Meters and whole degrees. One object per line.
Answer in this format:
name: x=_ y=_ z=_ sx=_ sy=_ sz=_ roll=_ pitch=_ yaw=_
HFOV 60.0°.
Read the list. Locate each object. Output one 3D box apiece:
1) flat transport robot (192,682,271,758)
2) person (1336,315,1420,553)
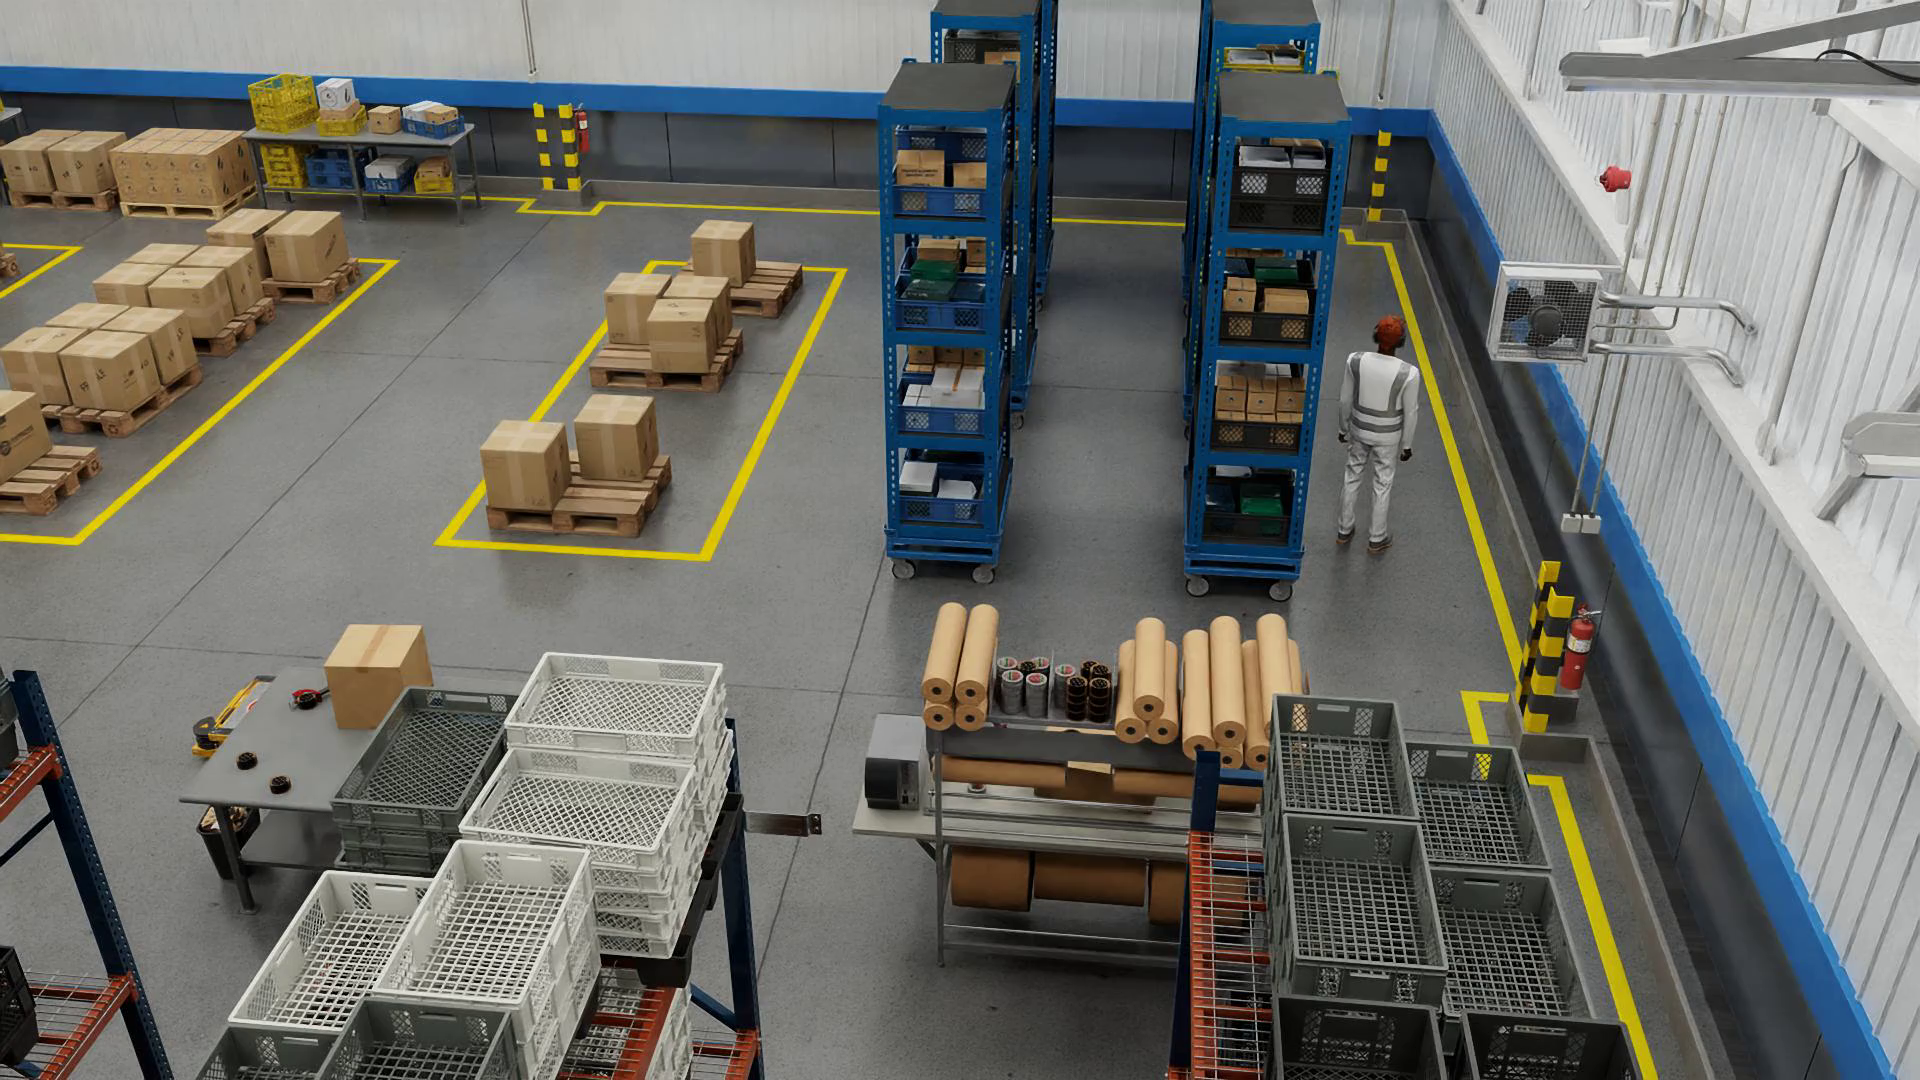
flat transport robot: x=-4.089 y=1.163 z=10.648 sx=1.431 sy=0.197 sz=0.652 roll=3 pitch=30 yaw=6
person: x=3.106 y=-0.788 z=12.424 sx=0.585 sy=1.878 sz=0.344 roll=18 pitch=35 yaw=28
